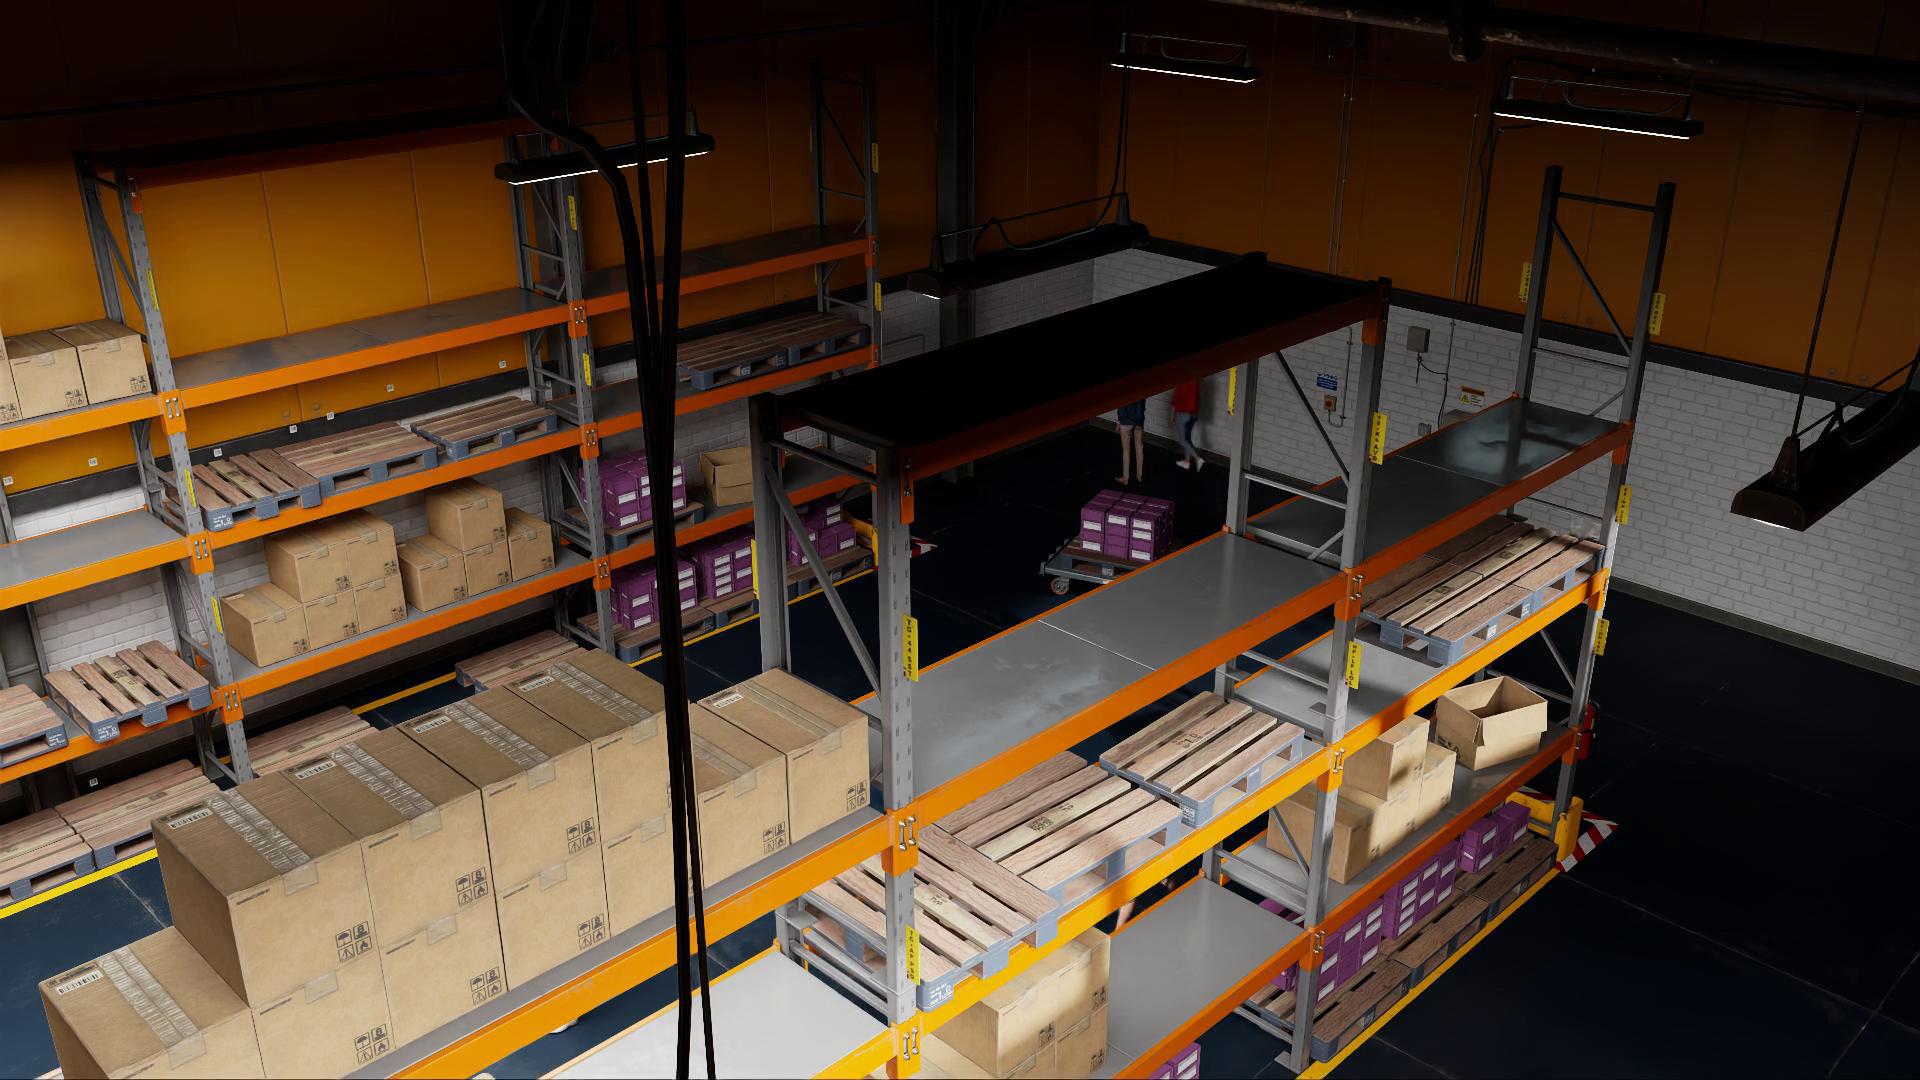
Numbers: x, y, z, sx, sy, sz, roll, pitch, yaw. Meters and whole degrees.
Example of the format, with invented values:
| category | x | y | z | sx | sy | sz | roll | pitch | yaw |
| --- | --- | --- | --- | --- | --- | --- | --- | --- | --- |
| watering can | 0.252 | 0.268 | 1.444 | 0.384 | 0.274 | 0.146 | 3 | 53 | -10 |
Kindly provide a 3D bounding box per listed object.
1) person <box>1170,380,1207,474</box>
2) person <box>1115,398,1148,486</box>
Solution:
| category | x | y | z | sx | sy | sz | roll | pitch | yaw |
| --- | --- | --- | --- | --- | --- | --- | --- | --- | --- |
| person | 3.189 | -1.706 | 23.175 | 0.831 | 1.683 | 0.713 | -16 | 28 | -32 |
| person | 2.369 | -1.596 | 22.899 | 0.616 | 1.703 | 0.745 | -11 | 26 | -23 |
